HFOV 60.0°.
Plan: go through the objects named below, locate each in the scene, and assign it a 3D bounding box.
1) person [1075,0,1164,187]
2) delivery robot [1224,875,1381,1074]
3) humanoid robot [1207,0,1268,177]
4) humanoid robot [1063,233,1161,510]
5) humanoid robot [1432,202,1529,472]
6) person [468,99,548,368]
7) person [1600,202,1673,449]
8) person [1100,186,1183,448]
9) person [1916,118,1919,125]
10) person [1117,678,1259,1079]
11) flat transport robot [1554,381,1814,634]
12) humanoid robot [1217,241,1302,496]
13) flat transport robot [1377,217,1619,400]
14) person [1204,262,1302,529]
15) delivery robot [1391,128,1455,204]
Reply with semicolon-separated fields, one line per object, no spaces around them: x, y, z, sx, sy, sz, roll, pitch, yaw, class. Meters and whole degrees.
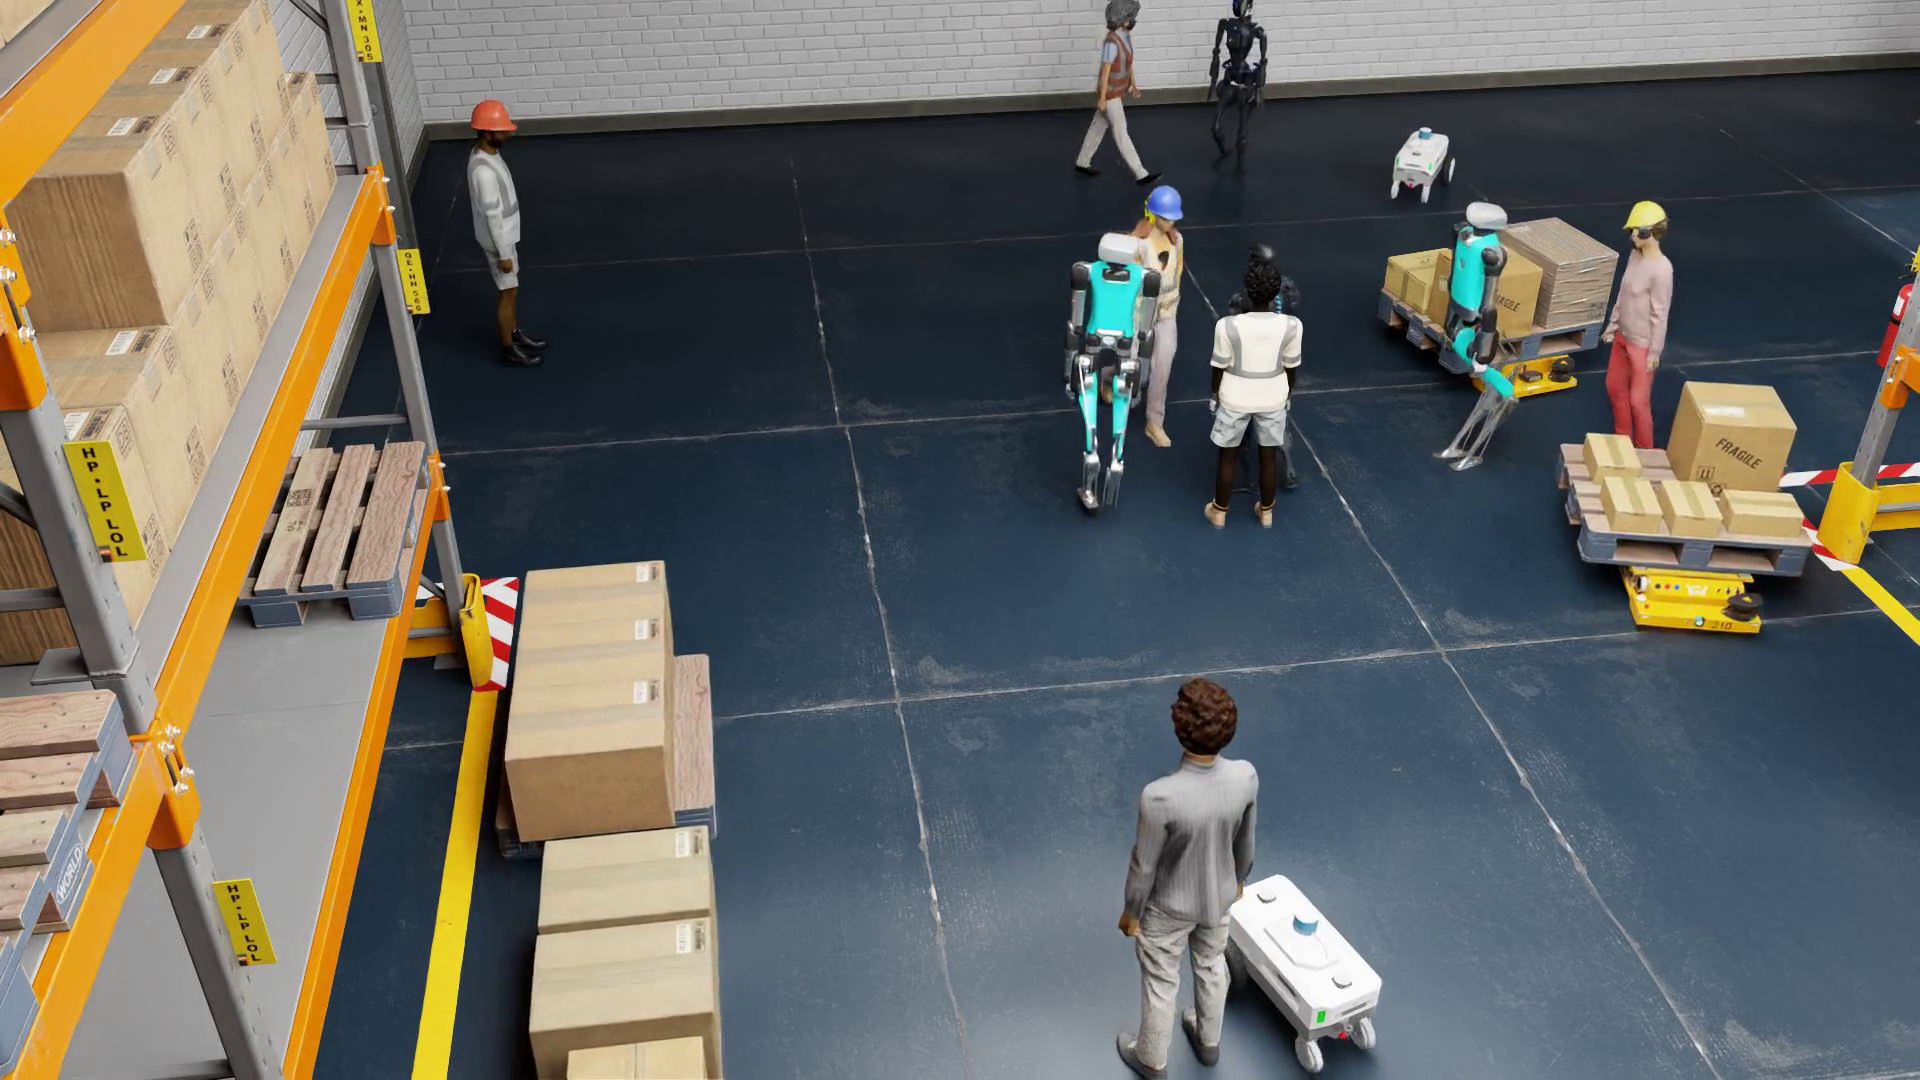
1.422;-3.942;14.625;0.871;1.636;0.438;11;35;16;person
1.393;1.755;6.919;0.499;0.613;0.802;-15;36;-22;delivery robot
2.477;-4.040;14.762;0.600;1.649;0.338;25;41;33;humanoid robot
0.863;-0.840;9.845;0.556;1.835;0.752;4;33;6;humanoid robot
3.340;-1.276;10.426;0.674;1.752;0.534;-6;34;-10;humanoid robot
-3.171;-2.119;11.589;0.388;1.927;0.545;-6;34;-9;person
4.252;-1.233;10.414;0.363;1.716;0.693;-3;33;-5;person
1.196;-1.492;10.771;0.466;1.749;0.631;-14;36;-20;person
9.871;-4.862;15.781;0.903;1.941;0.513;1;33;2;person
0.876;1.345;6.311;0.551;1.892;0.394;-12;35;-18;person
4.187;0.048;9.780;0.659;0.231;1.431;4;33;6;flat transport robot
1.886;-1.010;10.118;0.598;1.647;0.454;-19;38;-26;humanoid robot
3.760;-1.436;12.053;0.659;0.231;1.431;-11;35;-17;flat transport robot
1.723;-0.831;9.826;0.531;1.691;0.322;-1;33;-2;person
4.079;-3.353;14.718;0.499;0.583;0.775;15;36;21;delivery robot
